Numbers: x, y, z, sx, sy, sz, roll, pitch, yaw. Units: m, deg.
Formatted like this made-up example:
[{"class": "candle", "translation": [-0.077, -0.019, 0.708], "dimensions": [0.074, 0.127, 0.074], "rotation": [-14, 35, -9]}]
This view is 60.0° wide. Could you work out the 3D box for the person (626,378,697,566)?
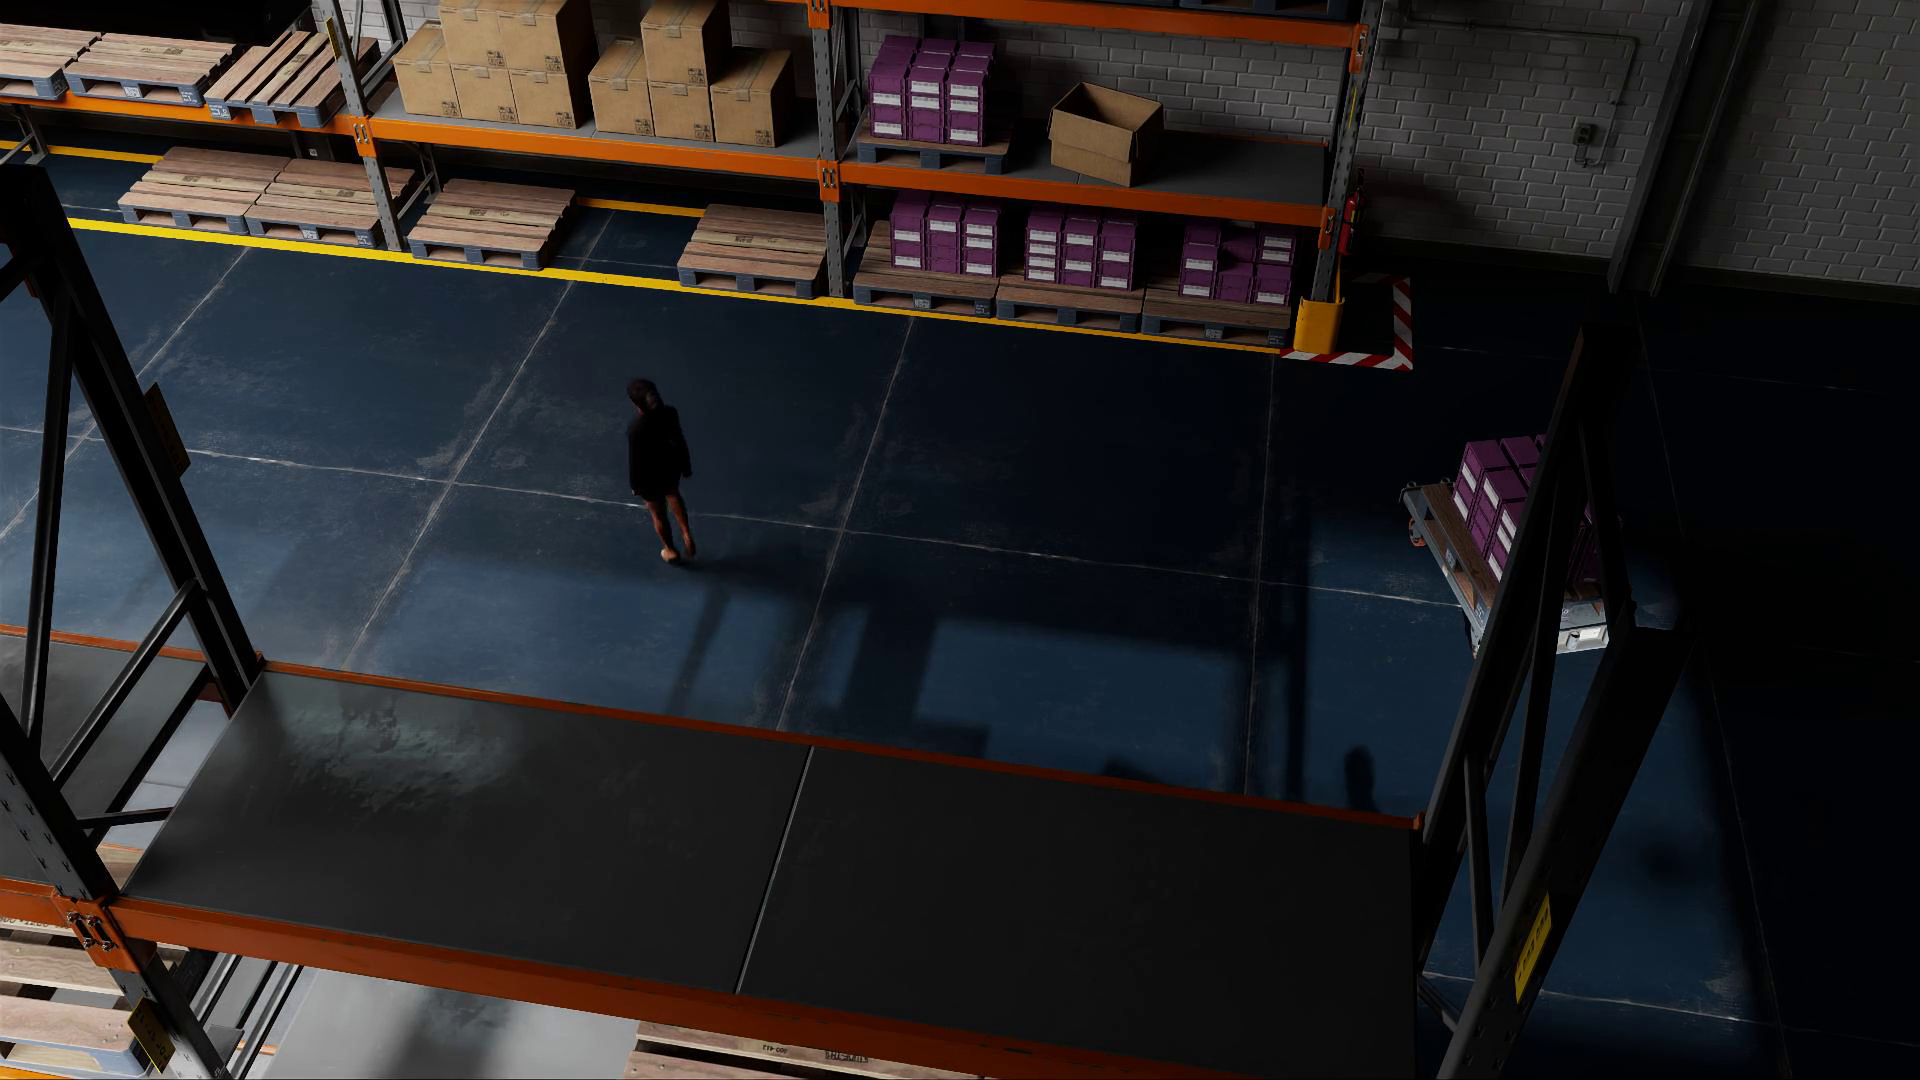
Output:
[{"class": "person", "translation": [-1.981, -0.396, 11.235], "dimensions": [0.715, 1.631, 0.763], "rotation": [-32, 52, -29]}]
